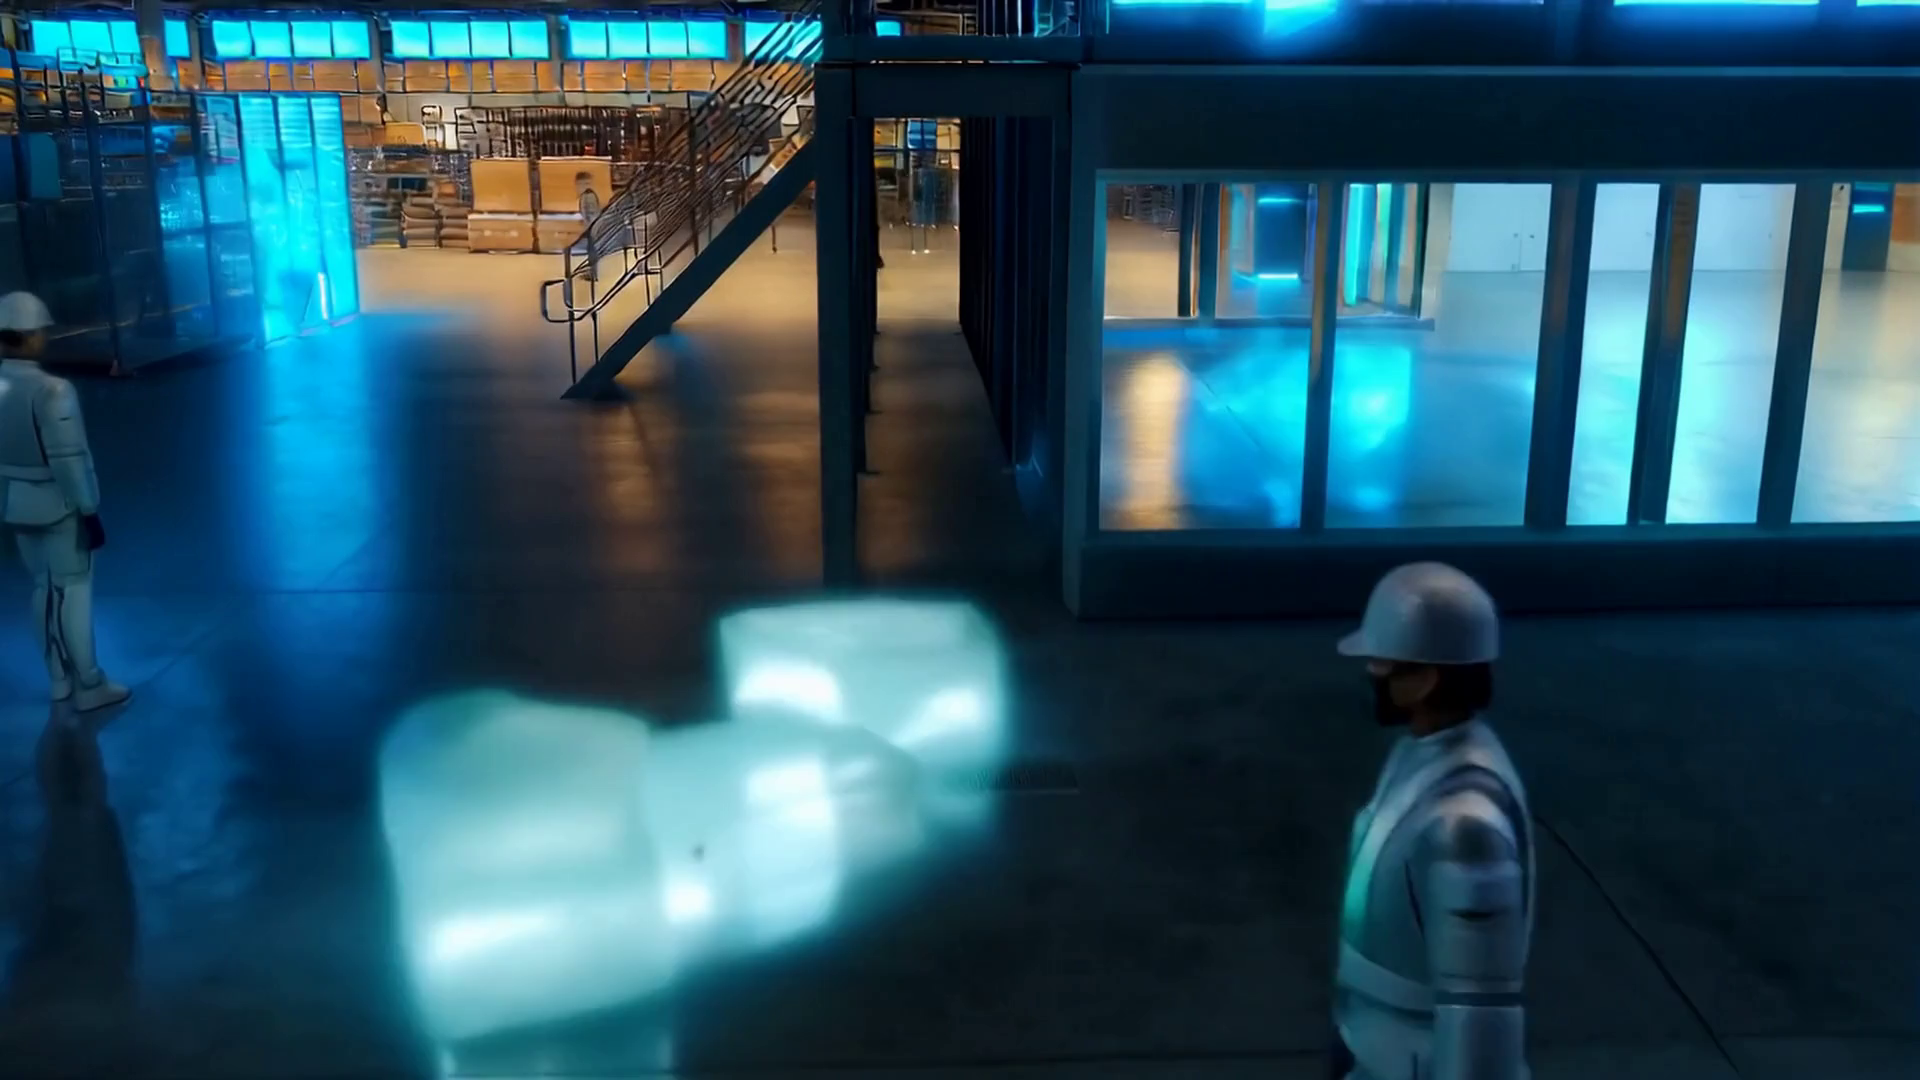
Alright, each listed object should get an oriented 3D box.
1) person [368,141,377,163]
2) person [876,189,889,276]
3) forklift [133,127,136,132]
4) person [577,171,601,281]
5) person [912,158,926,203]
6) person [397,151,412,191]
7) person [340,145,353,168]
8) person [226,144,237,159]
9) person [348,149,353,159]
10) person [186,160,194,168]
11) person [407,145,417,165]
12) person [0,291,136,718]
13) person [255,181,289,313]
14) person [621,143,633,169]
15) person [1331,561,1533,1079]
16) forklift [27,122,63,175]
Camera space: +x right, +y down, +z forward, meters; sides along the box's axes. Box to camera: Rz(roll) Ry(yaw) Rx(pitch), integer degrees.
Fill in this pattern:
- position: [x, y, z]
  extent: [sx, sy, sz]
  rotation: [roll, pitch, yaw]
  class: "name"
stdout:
- position: [-29.810, -19.297, 84.450]
  extent: [0.409, 1.903, 0.638]
  rotation: [-4, 15, -17]
  class: "person"
- position: [-1.690, -5.787, 30.165]
  extent: [0.746, 2.000, 0.879]
  rotation: [-11, 18, -36]
  class: "person"
- position: [-37.875, -18.033, 77.407]
  extent: [1.129, 2.768, 1.873]
  rotation: [-7, 16, -26]
  class: "forklift"
- position: [-6.594, -5.581, 29.569]
  extent: [0.374, 1.928, 0.543]
  rotation: [-2, 14, -8]
  class: "person"
- position: [-1.219, -10.298, 48.589]
  extent: [0.448, 1.855, 0.511]
  rotation: [11, 18, 37]
  class: "person"
- position: [-22.531, -15.038, 67.435]
  extent: [0.717, 1.901, 0.387]
  rotation: [4, 14, 14]
  class: "person"
- position: [-27.429, -16.760, 74.446]
  extent: [0.599, 1.830, 0.404]
  rotation: [2, 14, 6]
  class: "person"
- position: [-38.193, -19.909, 87.246]
  extent: [0.739, 1.730, 0.569]
  rotation: [13, 19, 41]
  class: "person"
- position: [-32.401, -20.096, 88.033]
  extent: [0.524, 1.703, 0.569]
  rotation: [1, 14, 5]
  class: "person"
- position: [-31.013, -14.840, 67.085]
  extent: [0.647, 1.684, 0.542]
  rotation: [2, 14, 9]
  class: "person"
- position: [-25.456, -17.416, 77.130]
  extent: [0.916, 1.810, 0.578]
  rotation: [10, 17, 35]
  class: "person"
- position: [-4.252, -0.149, 7.721]
  extent: [0.608, 1.996, 0.375]
  rotation: [3, 14, 13]
  class: "person"
- position: [-10.087, -4.298, 24.462]
  extent: [0.453, 1.915, 0.651]
  rotation: [-4, 15, -16]
  class: "person"
- position: [-16.936, -19.261, 84.580]
  extent: [0.985, 1.780, 0.585]
  rotation: [7, 16, 25]
  class: "person"
- position: [0.894, 0.978, 3.339]
  extent: [0.444, 1.928, 0.621]
  rotation: [4, 15, 15]
  class: "person"
- position: [-35.376, -14.773, 64.377]
  extent: [1.129, 2.768, 1.873]
  rotation: [-1, 14, -2]
  class: "forklift"
